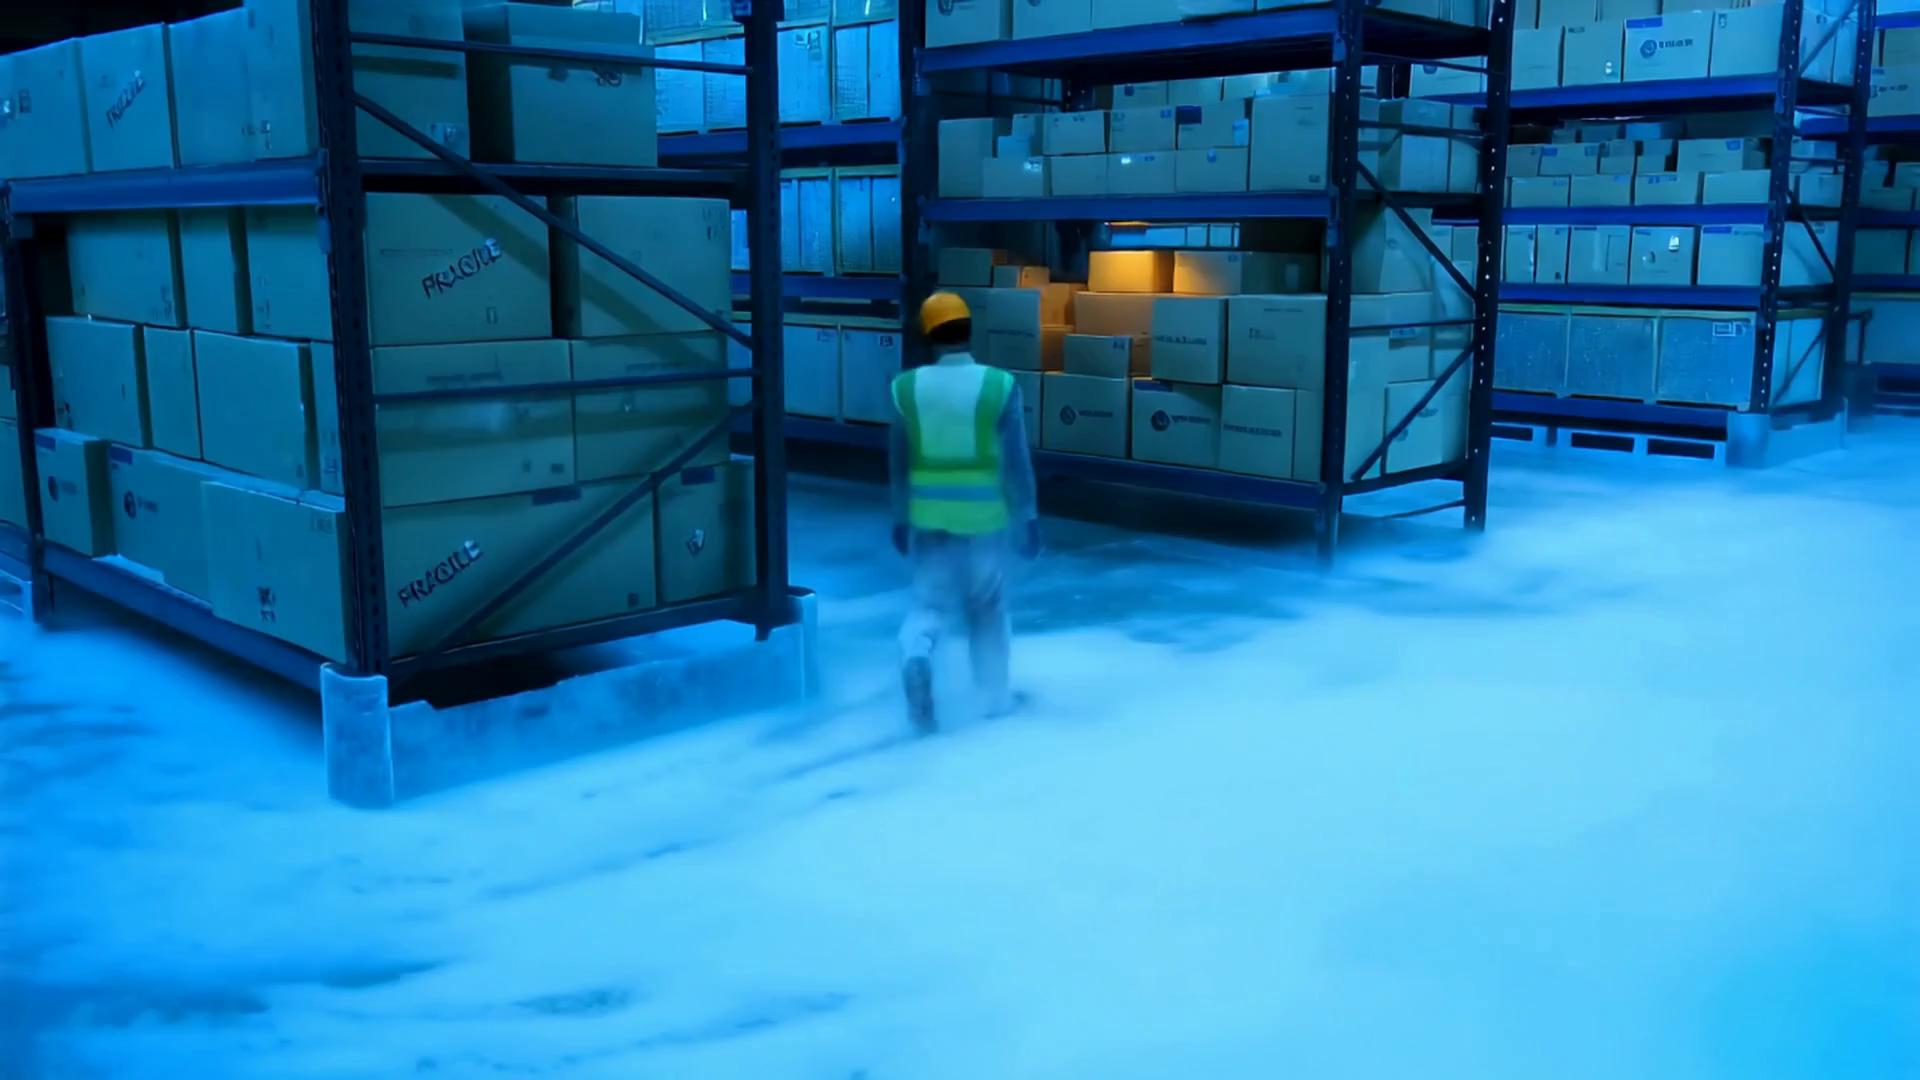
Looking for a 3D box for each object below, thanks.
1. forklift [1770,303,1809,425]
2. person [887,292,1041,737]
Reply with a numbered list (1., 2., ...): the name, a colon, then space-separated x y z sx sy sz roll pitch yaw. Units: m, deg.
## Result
1. forklift: 9.287 -2.784 19.036 1.129 2.768 1.873 -10 14 -44
2. person: -0.004 -0.102 7.113 0.691 1.899 0.778 3 11 18
